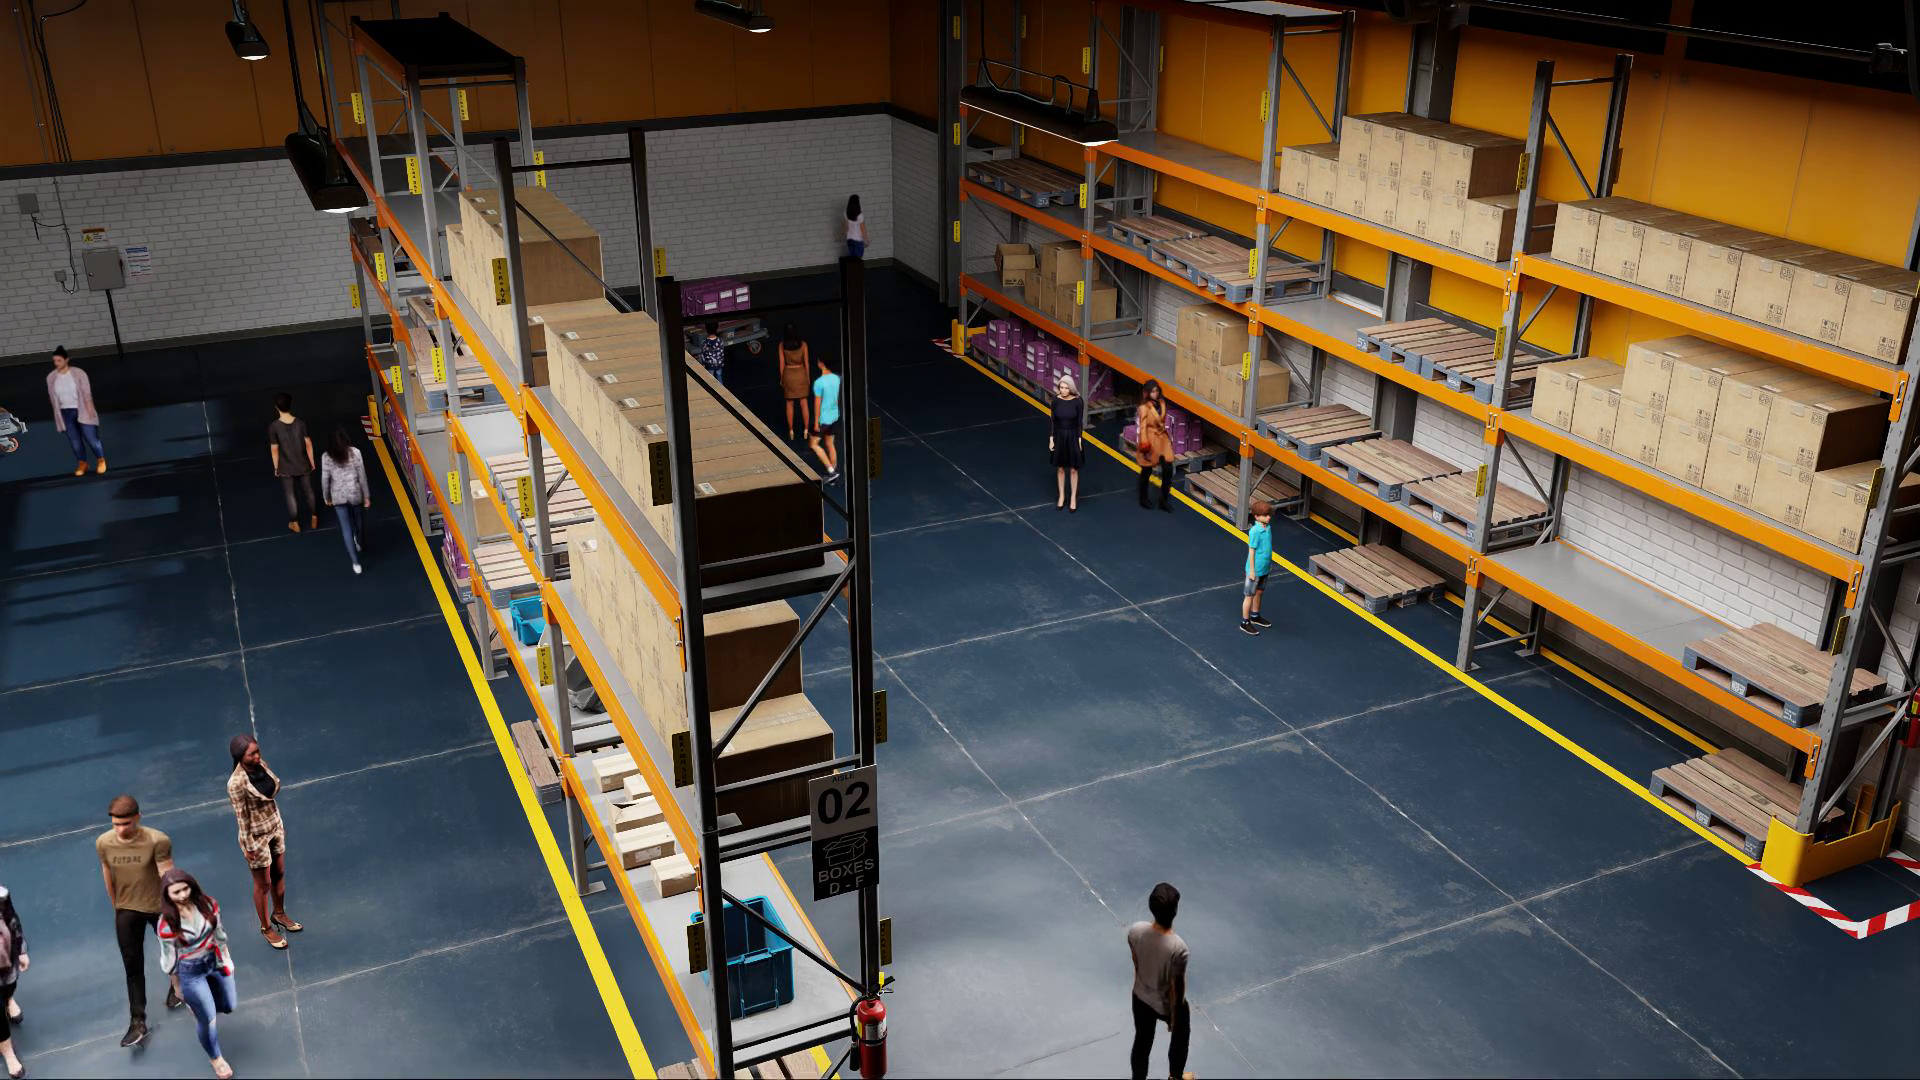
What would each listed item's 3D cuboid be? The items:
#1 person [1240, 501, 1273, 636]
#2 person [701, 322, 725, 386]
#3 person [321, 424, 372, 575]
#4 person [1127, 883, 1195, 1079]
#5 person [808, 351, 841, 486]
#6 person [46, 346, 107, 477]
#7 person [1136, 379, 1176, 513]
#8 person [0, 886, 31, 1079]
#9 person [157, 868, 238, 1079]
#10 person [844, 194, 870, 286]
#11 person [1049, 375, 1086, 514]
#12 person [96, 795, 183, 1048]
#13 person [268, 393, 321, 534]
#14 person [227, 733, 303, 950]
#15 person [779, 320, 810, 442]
[{"bbox_3d":[3.131,0.261,17.495,0.598,1.449,0.588,19,30,37],"label":"person"},{"bbox_3d":[-3.618,-2.628,24.353,0.499,1.248,0.499,-8,25,-18],"label":"person"},{"bbox_3d":[-6.924,-0.436,18.799,0.629,1.681,1.117,-11,26,-23],"label":"person"},{"bbox_3d":[1.247,3.025,10.853,0.830,1.705,0.859,16,28,32],"label":"person"},{"bbox_3d":[-1.630,-1.513,21.159,0.803,1.766,0.773,16,28,32],"label":"person"},{"bbox_3d":[-11.460,-1.690,21.593,0.789,1.742,0.761,-2,24,-5],"label":"person"},{"bbox_3d":[2.290,-1.169,20.453,0.806,1.700,0.863,-19,30,-36],"label":"person"},{"bbox_3d":[-6.678,2.833,11.431,0.822,1.594,1.178,-19,30,-37],"label":"person"},{"bbox_3d":[-5.184,2.891,11.291,0.902,1.599,0.779,19,30,37],"label":"person"},{"bbox_3d":[-1.933,-5.407,30.173,0.681,1.681,0.771,20,31,38],"label":"person"},{"bbox_3d":[1.316,-1.194,20.456,0.713,1.742,0.755,6,24,13],"label":"person"},{"bbox_3d":[-5.735,2.549,11.798,0.904,1.820,1.183,-2,24,-6],"label":"person"},{"bbox_3d":[-7.973,-0.929,19.888,0.638,1.712,0.552,-13,27,-27],"label":"person"},{"bbox_3d":[-5.255,2.246,12.522,0.744,1.795,0.664,5,24,11],"label":"person"},{"bbox_3d":[-2.264,-2.190,22.806,0.609,1.686,0.593,-3,24,-8],"label":"person"}]
